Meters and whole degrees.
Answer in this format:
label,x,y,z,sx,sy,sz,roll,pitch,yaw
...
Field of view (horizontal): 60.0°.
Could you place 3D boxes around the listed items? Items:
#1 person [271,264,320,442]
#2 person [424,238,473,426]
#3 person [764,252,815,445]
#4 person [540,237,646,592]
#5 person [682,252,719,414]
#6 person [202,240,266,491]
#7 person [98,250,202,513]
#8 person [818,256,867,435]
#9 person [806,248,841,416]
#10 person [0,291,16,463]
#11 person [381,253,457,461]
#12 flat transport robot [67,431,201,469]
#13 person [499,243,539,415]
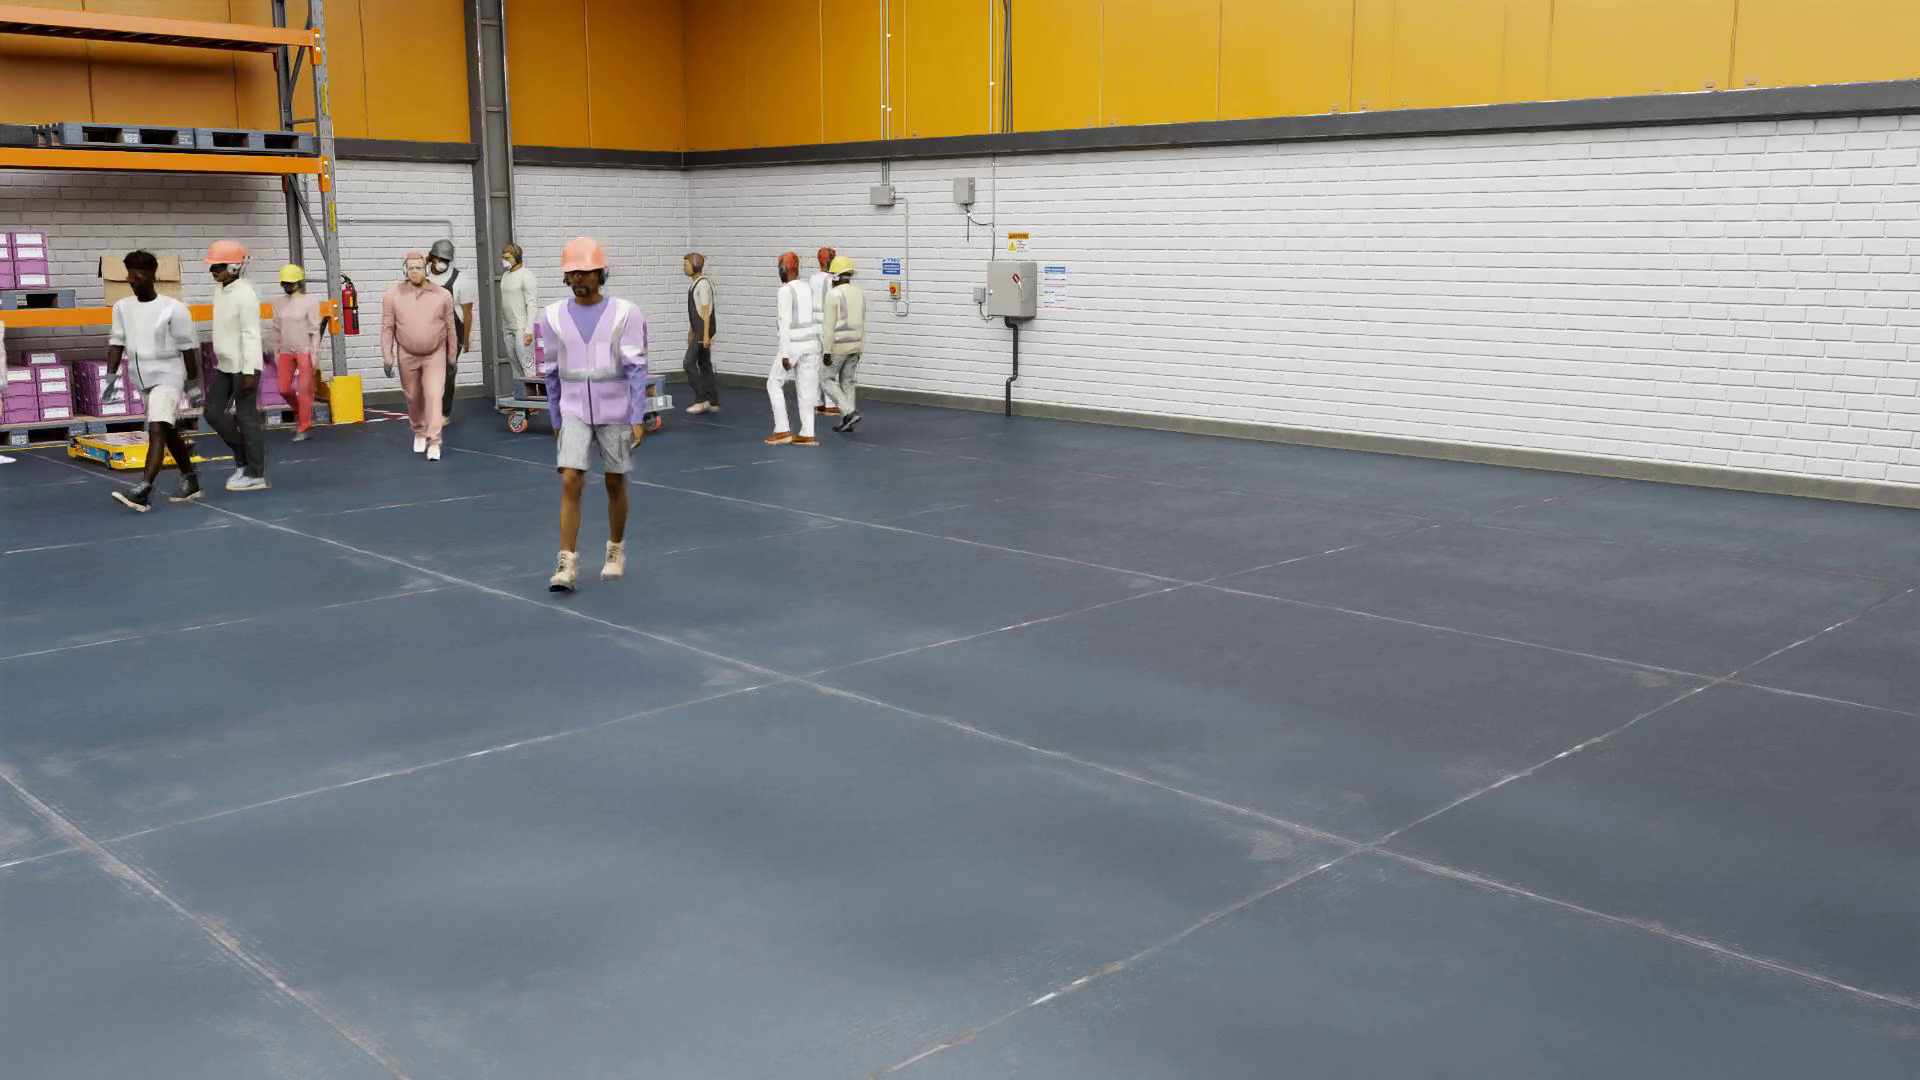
label,x,y,z,sx,sy,sz,roll,pitch,yaw
person,-6.513,-1.834,16.353,0.550,1.738,0.439,2,11,9
person,-5.557,-2.251,17.816,0.698,2.000,0.708,1,10,3
person,-1.665,-1.836,16.055,0.631,1.862,0.568,6,12,29
person,-2.099,-0.700,9.469,0.616,2.002,0.968,0,10,-1
person,-2.980,-2.327,18.813,0.554,1.823,0.537,-3,11,-16
person,-5.730,-1.363,13.135,0.654,1.978,0.439,9,14,41
person,-6.004,-1.178,12.321,0.612,1.904,1.029,3,11,17
person,-1.190,-1.955,16.815,0.422,1.814,0.613,7,13,34
person,-1.509,-2.342,18.748,0.352,1.881,0.576,-9,14,-40
person,-8.591,-1.425,14.522,0.542,1.604,0.584,4,11,22
person,-4.953,-1.694,15.267,0.654,1.871,0.978,-3,11,-14
flat transport robot,-7.376,-0.816,14.822,0.652,0.197,1.431,-10,14,-44
person,-4.970,-2.364,18.718,0.370,1.938,0.627,-10,14,-43
